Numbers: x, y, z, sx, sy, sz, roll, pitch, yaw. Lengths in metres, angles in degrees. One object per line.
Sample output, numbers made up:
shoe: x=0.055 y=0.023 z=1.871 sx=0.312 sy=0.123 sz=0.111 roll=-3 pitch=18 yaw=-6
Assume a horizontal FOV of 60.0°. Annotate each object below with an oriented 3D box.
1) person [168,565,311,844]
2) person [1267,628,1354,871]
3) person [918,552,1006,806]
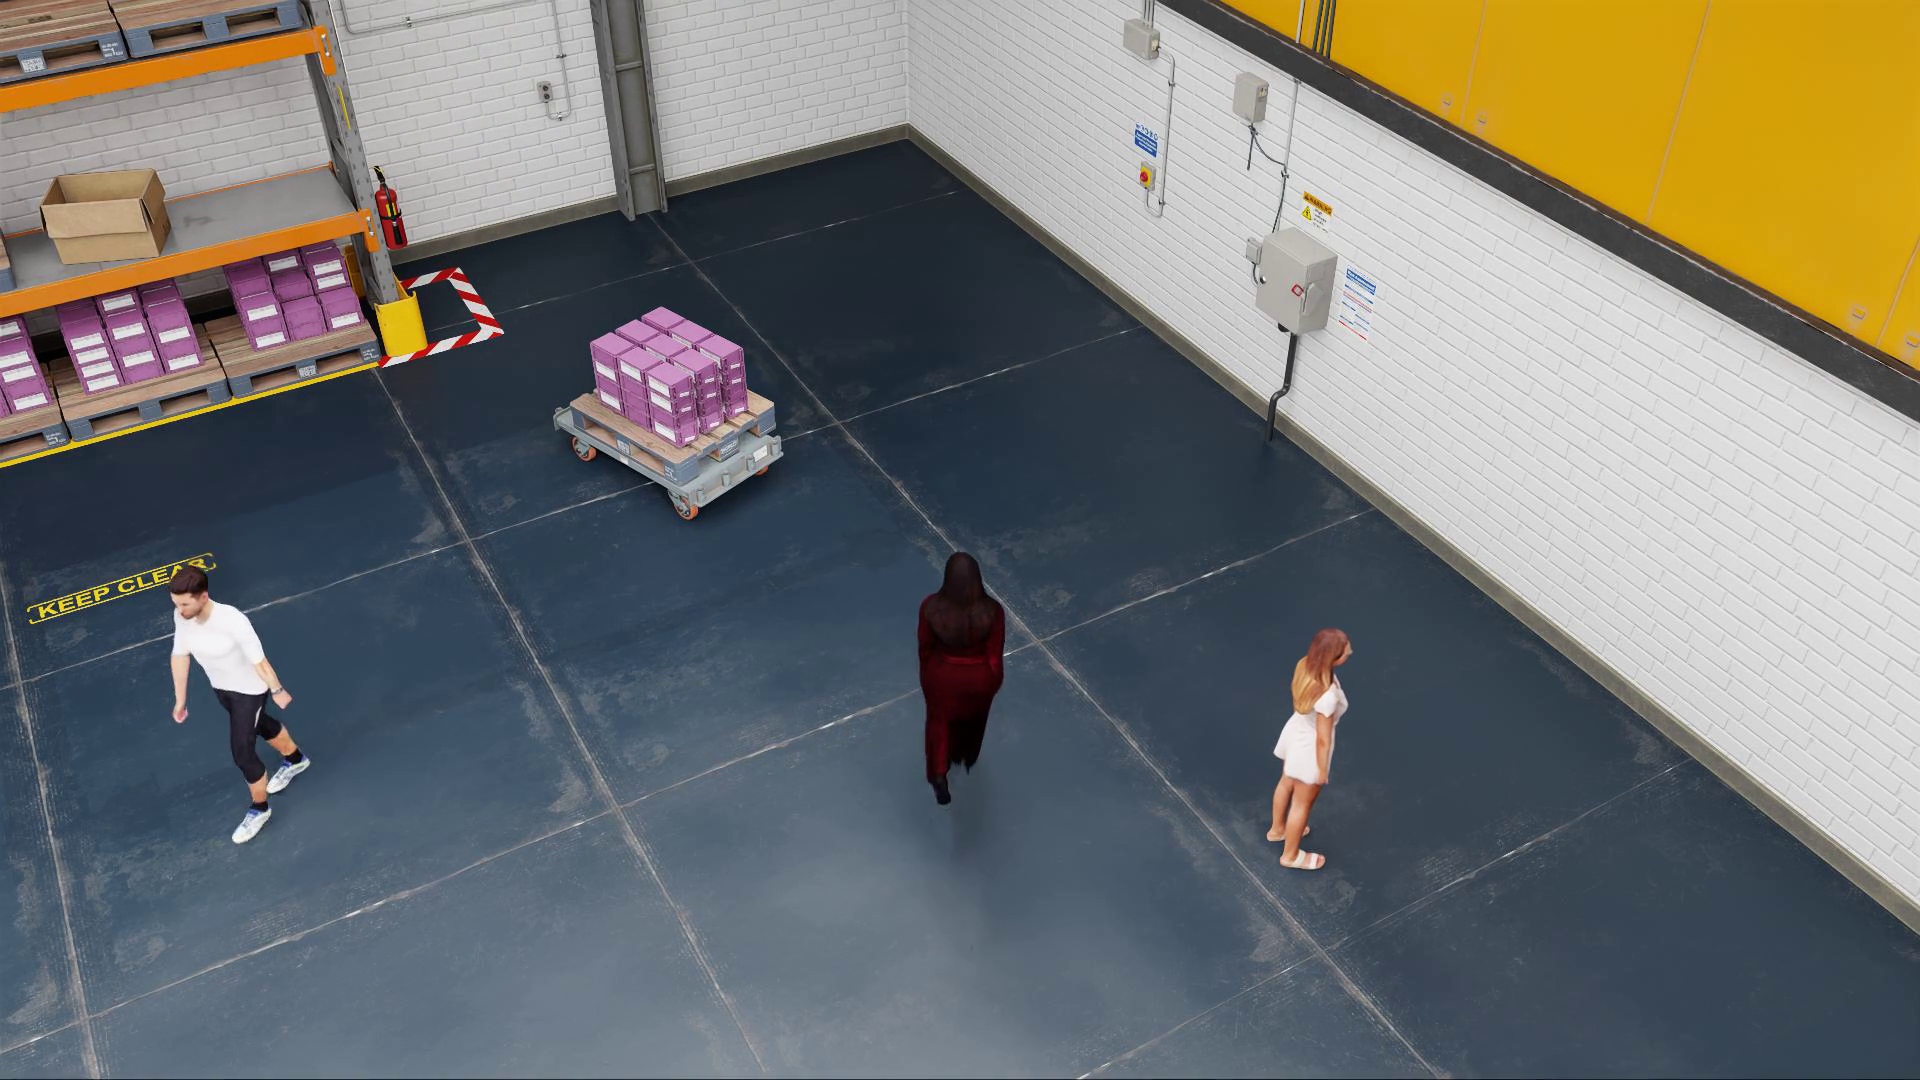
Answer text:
person: x=-4.118 y=0.783 z=9.640 sx=0.961 sy=1.823 sz=1.086 roll=18 pitch=42 yaw=21
person: x=1.938 y=1.146 z=9.288 sx=0.673 sy=1.696 sz=0.651 roll=-5 pitch=39 yaw=-6
person: x=0.012 y=0.844 z=9.628 sx=0.967 sy=1.742 sz=0.981 roll=3 pitch=39 yaw=3
